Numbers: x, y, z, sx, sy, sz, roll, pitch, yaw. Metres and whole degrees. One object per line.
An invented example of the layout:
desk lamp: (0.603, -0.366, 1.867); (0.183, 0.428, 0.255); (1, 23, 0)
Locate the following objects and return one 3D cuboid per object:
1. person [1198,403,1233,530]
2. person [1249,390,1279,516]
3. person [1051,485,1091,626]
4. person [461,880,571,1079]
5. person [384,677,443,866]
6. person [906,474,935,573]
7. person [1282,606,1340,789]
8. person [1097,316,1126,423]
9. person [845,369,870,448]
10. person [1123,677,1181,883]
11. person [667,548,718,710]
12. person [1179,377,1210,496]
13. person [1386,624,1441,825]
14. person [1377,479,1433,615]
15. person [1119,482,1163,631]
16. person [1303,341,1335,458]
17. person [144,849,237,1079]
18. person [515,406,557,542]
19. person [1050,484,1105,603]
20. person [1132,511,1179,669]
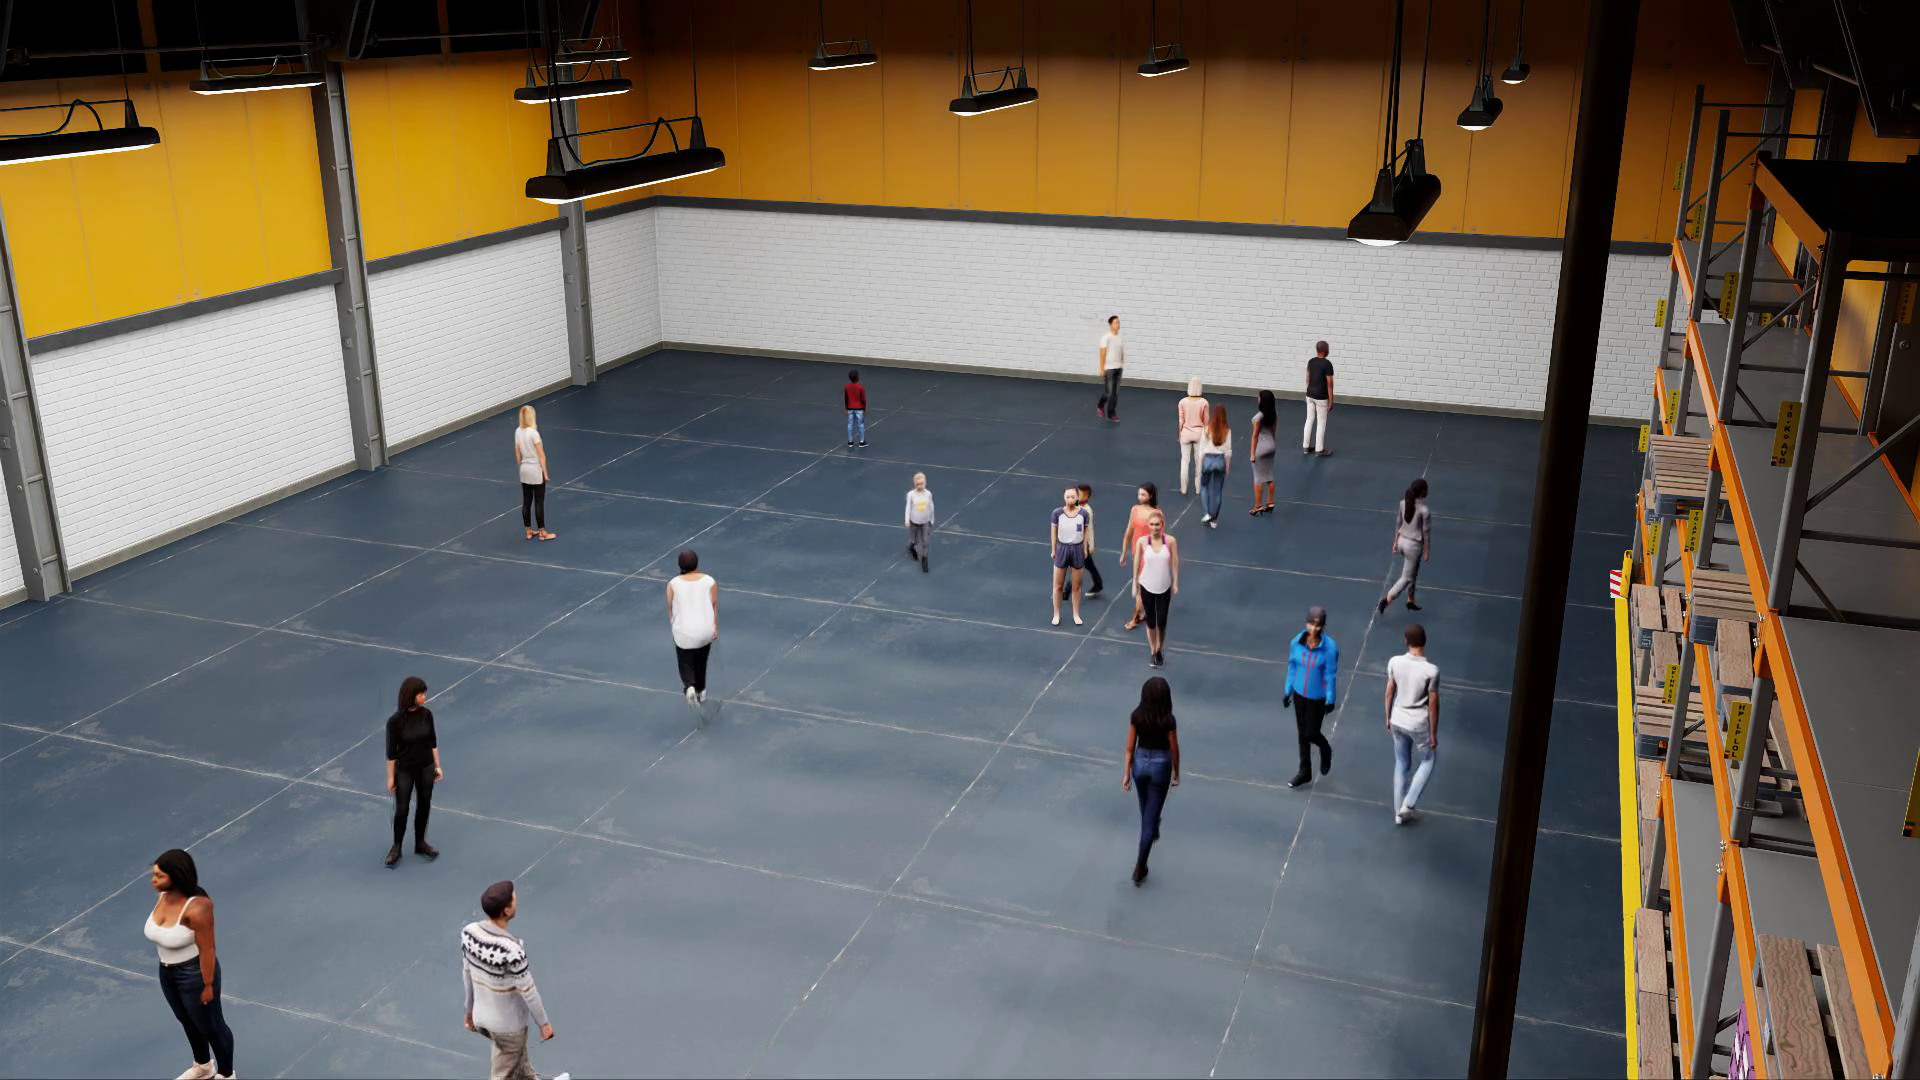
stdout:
person: (3.441, -0.980, 22.463); (0.665, 1.719, 0.678); (1, 19, 4)
person: (4.219, -1.205, 23.038); (0.627, 1.778, 0.719); (-13, 22, -33)
person: (1.254, 0.166, 19.166); (0.662, 1.651, 0.647); (-1, 19, -2)
person: (-2.933, 3.035, 10.385); (0.917, 1.819, 1.168); (14, 23, 36)
person: (-4.630, 1.935, 13.951); (0.664, 1.627, 0.829); (-10, 21, -27)
person: (-0.509, -0.252, 21.015); (0.714, 1.263, 0.829); (-4, 19, -12)
person: (3.266, 1.409, 15.260); (0.890, 1.788, 0.799); (-16, 25, -40)
person: (2.508, -2.896, 28.024); (0.821, 1.801, 0.884); (-14, 23, -35)
person: (-1.667, -2.107, 26.536); (0.512, 1.256, 0.490); (6, 19, 16)
person: (1.557, 1.996, 13.667); (0.596, 1.693, 1.133); (6, 20, 18)
person: (-2.708, 0.929, 16.881); (0.954, 1.664, 1.064); (-5, 19, -15)
person: (3.370, -1.512, 24.032); (0.640, 1.725, 0.585); (3, 19, 8)
person: (3.879, 1.652, 14.474); (0.804, 1.828, 0.823); (18, 25, 42)
person: (5.169, 0.132, 19.265); (1.118, 1.653, 1.026); (-11, 21, -29)
person: (2.167, 0.149, 19.141); (0.808, 1.699, 0.971); (17, 25, 41)
person: (5.604, -2.223, 26.023); (0.762, 1.803, 0.756); (-15, 24, -37)
person: (-5.057, 2.846, 10.960); (0.703, 1.809, 0.689); (13, 22, 33)
person: (-5.669, -0.885, 22.014); (0.626, 1.826, 0.558); (9, 21, 25)
person: (1.529, 0.042, 19.884); (1.033, 1.427, 0.977); (-8, 20, -23)
person: (2.118, 0.503, 17.977); (0.689, 1.771, 0.671); (3, 19, 8)
